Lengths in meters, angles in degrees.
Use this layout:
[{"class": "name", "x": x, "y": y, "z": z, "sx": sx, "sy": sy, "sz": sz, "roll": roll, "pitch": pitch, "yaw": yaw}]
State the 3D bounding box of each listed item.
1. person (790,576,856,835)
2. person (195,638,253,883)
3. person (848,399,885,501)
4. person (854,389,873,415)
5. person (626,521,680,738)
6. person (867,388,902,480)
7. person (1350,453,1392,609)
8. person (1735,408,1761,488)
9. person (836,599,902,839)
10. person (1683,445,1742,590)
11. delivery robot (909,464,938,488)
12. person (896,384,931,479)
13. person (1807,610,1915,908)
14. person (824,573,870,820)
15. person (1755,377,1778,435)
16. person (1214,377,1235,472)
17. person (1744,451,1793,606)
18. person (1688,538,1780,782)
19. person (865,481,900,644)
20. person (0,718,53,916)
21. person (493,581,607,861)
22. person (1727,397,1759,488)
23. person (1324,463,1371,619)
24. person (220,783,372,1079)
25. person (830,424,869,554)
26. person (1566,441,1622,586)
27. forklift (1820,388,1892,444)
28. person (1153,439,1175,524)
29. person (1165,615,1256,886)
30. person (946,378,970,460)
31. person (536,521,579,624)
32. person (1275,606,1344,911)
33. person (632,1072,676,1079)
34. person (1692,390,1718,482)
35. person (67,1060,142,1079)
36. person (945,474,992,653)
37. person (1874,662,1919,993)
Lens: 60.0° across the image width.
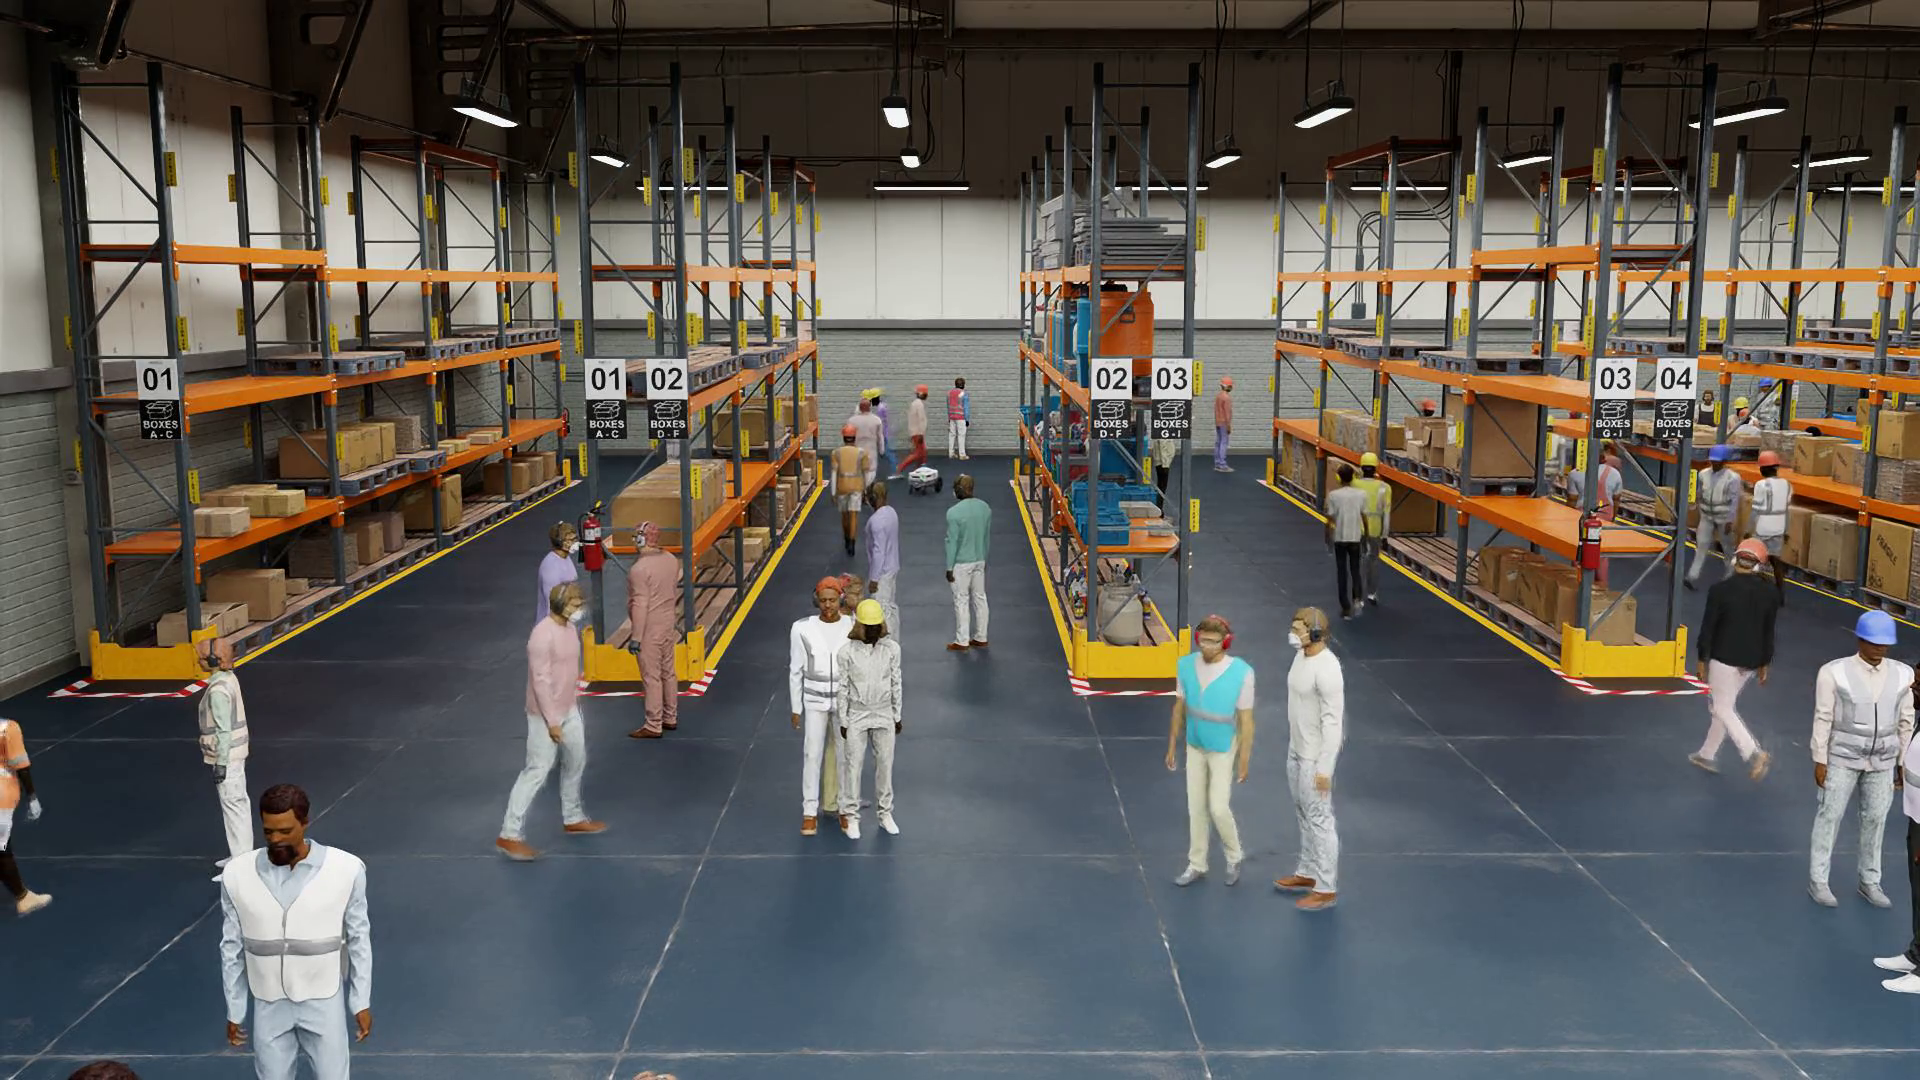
[{"class": "person", "x": -0.934, "y": 1.190, "z": 11.994, "sx": 0.576, "sy": 1.881, "sz": 0.352, "roll": -1, "pitch": 9, "yaw": -8}, {"class": "person", "x": -4.898, "y": 1.452, "z": 11.088, "sx": 0.311, "sy": 1.639, "sz": 0.521, "roll": -3, "pitch": 9, "yaw": -18}, {"class": "person", "x": -1.702, "y": -1.607, "z": 30.010, "sx": 0.672, "sy": 1.882, "sz": 0.704, "roll": 0, "pitch": 9, "yaw": 3}, {"class": "person", "x": -1.894, "y": -2.121, "z": 33.496, "sx": 0.404, "sy": 1.821, "sz": 0.589, "roll": 4, "pitch": 10, "yaw": 25}, {"class": "person", "x": -2.714, "y": 0.779, "z": 14.559, "sx": 0.403, "sy": 1.911, "sz": 0.637, "roll": 3, "pitch": 9, "yaw": 21}, {"class": "person", "x": -1.631, "y": -2.112, "z": 33.331, "sx": 0.993, "sy": 1.853, "sz": 0.647, "roll": -2, "pitch": 9, "yaw": -12}, {"class": "person", "x": 4.986, "y": -0.135, "z": 20.500, "sx": 0.612, "sy": 1.883, "sz": 0.936, "roll": 2, "pitch": 9, "yaw": 12}, {"class": "person", "x": 13.810, "y": -1.445, "z": 29.358, "sx": 0.563, "sy": 1.752, "sz": 0.341, "roll": -1, "pitch": 9, "yaw": -9}, {"class": "person", "x": -0.641, "y": 1.275, "z": 11.924, "sx": 0.485, "sy": 1.738, "sz": 0.320, "roll": -3, "pitch": 9, "yaw": -20}, {"class": "person", "x": 9.746, "y": -0.286, "z": 21.471, "sx": 1.017, "sy": 1.892, "sz": 0.604, "roll": -7, "pitch": 11, "yaw": -39}, {"class": "delivery robot", "x": -0.689, "y": -1.194, "z": 31.289, "sx": 0.477, "sy": 0.478, "sz": 0.707, "roll": 4, "pitch": 9, "yaw": 22}, {"class": "person", "x": -0.871, "y": -2.126, "z": 33.045, "sx": 0.743, "sy": 1.962, "sz": 0.652, "roll": -1, "pitch": 9, "yaw": -9}, {"class": "person", "x": 5.724, "y": 1.389, "z": 10.562, "sx": 0.602, "sy": 1.938, "sz": 0.425, "roll": 1, "pitch": 9, "yaw": 5}, {"class": "person", "x": -0.893, "y": 1.149, "z": 12.386, "sx": 0.376, "sy": 1.843, "sz": 0.568, "roll": 1, "pitch": 9, "yaw": 7}, {"class": "person", "x": 17.305, "y": -2.532, "z": 35.735, "sx": 0.402, "sy": 1.943, "sz": 0.609, "roll": -2, "pitch": 9, "yaw": -14}, {"class": "person", "x": 5.551, "y": -2.428, "z": 34.917, "sx": 0.392, "sy": 1.990, "sz": 0.614, "roll": -2, "pitch": 9, "yaw": -13}, {"class": "person", "x": 9.937, "y": -0.135, "z": 20.440, "sx": 0.561, "sy": 1.912, "sz": 0.497, "roll": -3, "pitch": 9, "yaw": -20}, {"class": "person", "x": 6.241, "y": 0.956, "z": 13.305, "sx": 0.637, "sy": 1.945, "sz": 0.838, "roll": -2, "pitch": 9, "yaw": -10}, {"class": "person", "x": -0.809, "y": 0.348, "z": 17.249, "sx": 0.352, "sy": 1.933, "sz": 0.634, "roll": 2, "pitch": 9, "yaw": 12}, {"class": "person", "x": -5.929, "y": 1.598, "z": 10.096, "sx": 0.532, "sy": 1.653, "sz": 0.893, "roll": 2, "pitch": 9, "yaw": 14}, {"class": "person", "x": -2.879, "y": 1.242, "z": 11.651, "sx": 0.557, "sy": 1.899, "sz": 0.818, "roll": 2, "pitch": 9, "yaw": 10}, {"class": "person", "x": 13.968, "y": -1.601, "z": 29.814, "sx": 0.594, "sy": 1.922, "sz": 0.385, "roll": 8, "pitch": 12, "yaw": 43}, {"class": "person", "x": 4.567, "y": 0.015, "z": 19.660, "sx": 0.544, "sy": 1.848, "sz": 0.395, "roll": 0, "pitch": 9, "yaw": 1}, {"class": "person", "x": -2.798, "y": 1.942, "z": 7.048, "sx": 0.597, "sy": 1.915, "sz": 0.371, "roll": -1, "pitch": 9, "yaw": -8}, {"class": "person", "x": -1.620, "y": -0.751, "z": 24.457, "sx": 0.563, "sy": 1.901, "sz": 0.986, "roll": 0, "pitch": 9, "yaw": -1}, {"class": "person", "x": 7.898, "y": -0.273, "z": 20.900, "sx": 0.689, "sy": 2.000, "sz": 0.539, "roll": -1, "pitch": 9, "yaw": -4}, {"class": "forklift", "x": 20.072, "y": -3.110, "z": 36.462, "sx": 1.873, "sy": 2.768, "sz": 1.129, "roll": 0, "pitch": 9, "yaw": 0}, {"class": "person", "x": 3.387, "y": -1.251, "z": 27.392, "sx": 0.415, "sy": 1.984, "sz": 0.610, "roll": 1, "pitch": 9, "yaw": 7}, {"class": "person", "x": 1.653, "y": 1.380, "z": 10.961, "sx": 0.604, "sy": 1.828, "sz": 0.438, "roll": 8, "pitch": 12, "yaw": 42}, {"class": "person", "x": -0.025, "y": -2.722, "z": 37.336, "sx": 0.624, "sy": 1.835, "sz": 0.431, "roll": 8, "pitch": 12, "yaw": 42}, {"class": "person", "x": -3.478, "y": 0.790, "z": 14.447, "sx": 0.393, "sy": 1.932, "sz": 0.633, "roll": -1, "pitch": 9, "yaw": -4}, {"class": "person", "x": 2.264, "y": 1.389, "z": 10.628, "sx": 0.370, "sy": 1.939, "sz": 0.667, "roll": -1, "pitch": 9, "yaw": -5}, {"class": "person", "x": -0.897, "y": 2.398, "z": 5.005, "sx": 0.512, "sy": 1.640, "sz": 0.311, "roll": -1, "pitch": 9, "yaw": -5}, {"class": "person", "x": 14.826, "y": -2.070, "z": 33.086, "sx": 0.508, "sy": 1.846, "sz": 0.345, "roll": 3, "pitch": 9, "yaw": 19}, {"class": "person", "x": -2.283, "y": 2.326, "z": 4.573, "sx": 0.587, "sy": 1.920, "sz": 0.392, "roll": -1, "pitch": 9, "yaw": -4}, {"class": "person", "x": 0.083, "y": 0.252, "z": 17.894, "sx": 0.627, "sy": 1.930, "sz": 0.369, "roll": -9, "pitch": 12, "yaw": -44}, {"class": "person", "x": 5.442, "y": 1.588, "z": 9.322, "sx": 0.391, "sy": 1.920, "sz": 0.591, "roll": 4, "pitch": 10, "yaw": 23}]
